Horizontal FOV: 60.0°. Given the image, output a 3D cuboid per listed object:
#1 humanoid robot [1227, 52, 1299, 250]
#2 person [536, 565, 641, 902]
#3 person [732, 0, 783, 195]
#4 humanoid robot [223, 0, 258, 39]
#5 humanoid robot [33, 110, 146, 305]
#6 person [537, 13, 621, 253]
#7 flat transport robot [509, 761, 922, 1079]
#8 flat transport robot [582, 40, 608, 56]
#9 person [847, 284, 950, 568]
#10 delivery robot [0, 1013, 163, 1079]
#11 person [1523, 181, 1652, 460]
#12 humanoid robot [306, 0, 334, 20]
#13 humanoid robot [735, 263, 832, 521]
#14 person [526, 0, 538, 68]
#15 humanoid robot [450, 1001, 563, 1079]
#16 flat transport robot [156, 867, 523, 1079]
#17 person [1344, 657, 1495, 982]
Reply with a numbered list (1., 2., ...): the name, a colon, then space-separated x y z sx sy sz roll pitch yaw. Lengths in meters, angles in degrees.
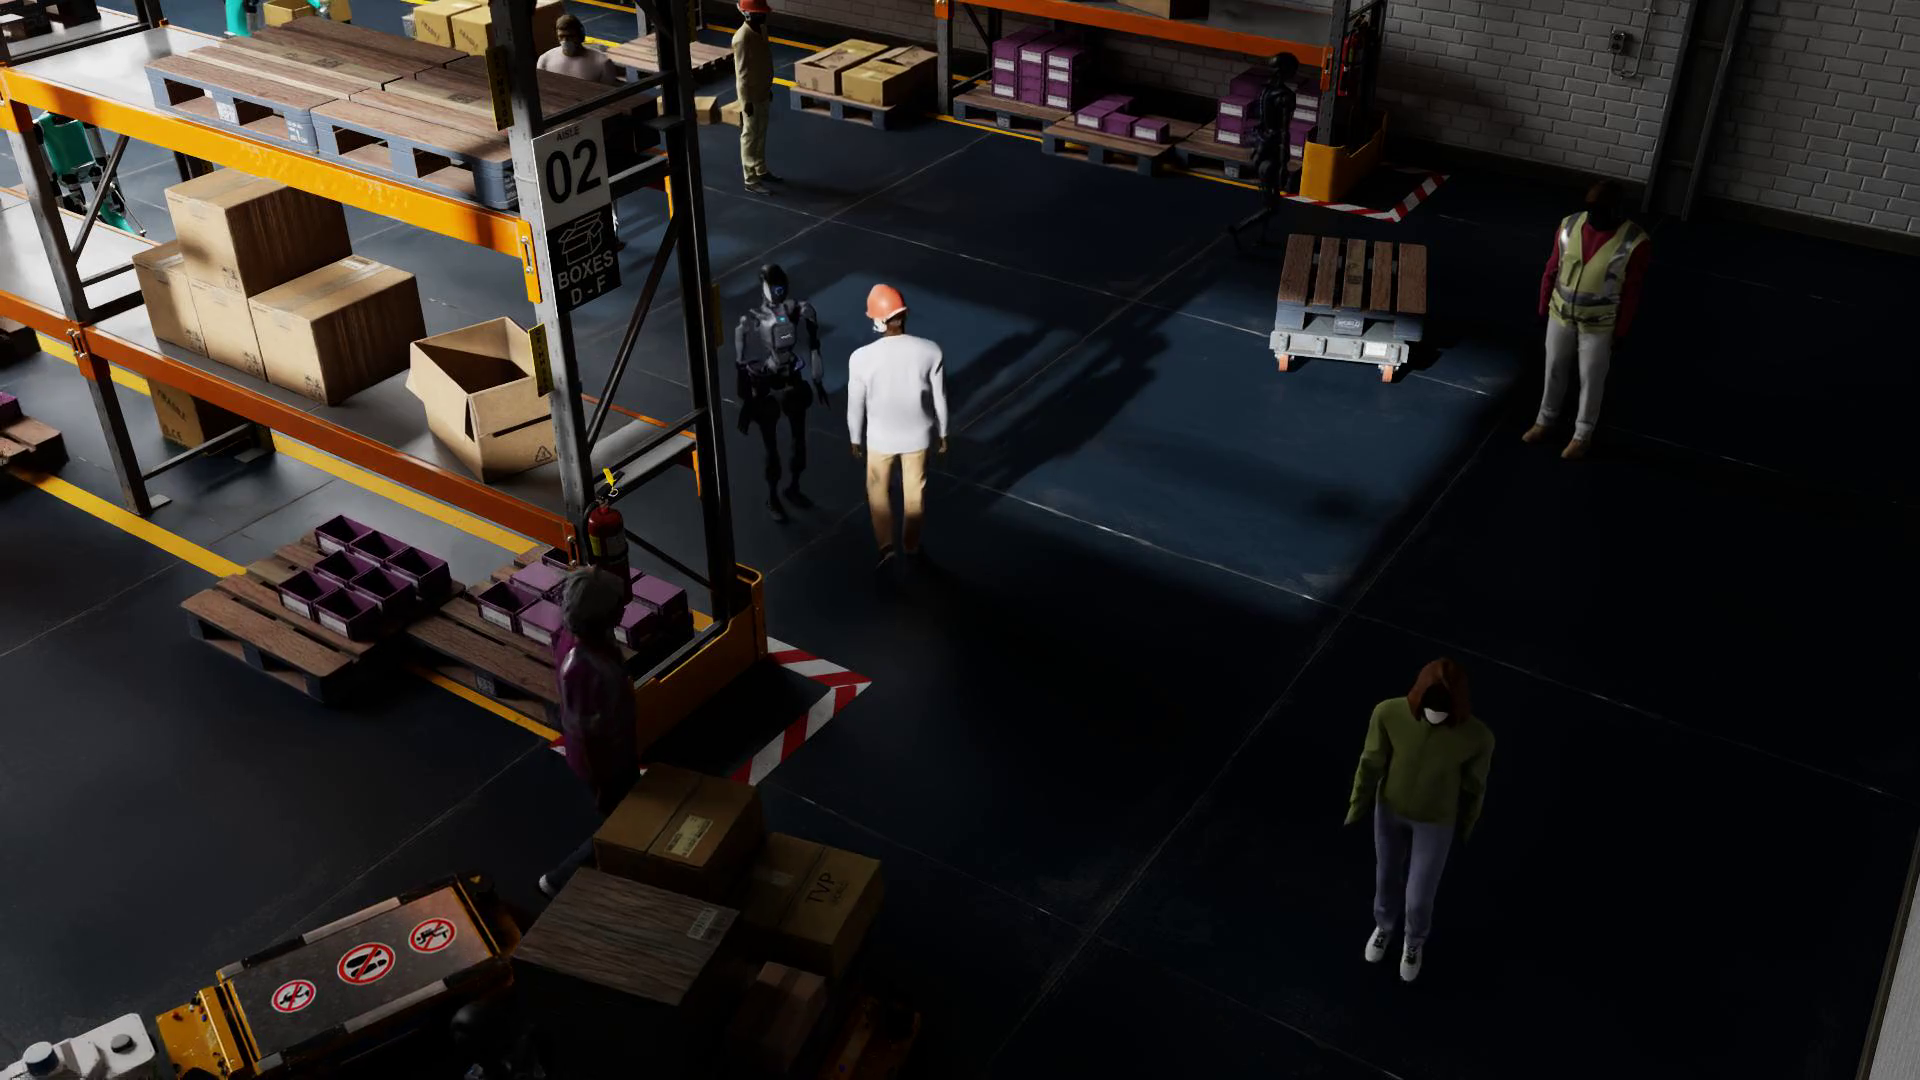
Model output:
1. humanoid robot: 2.428 -3.120 13.389 0.482 1.643 0.608 -7 34 -10
2. person: -1.554 0.890 7.072 0.530 1.830 0.550 -3 33 -5
3. person: -1.763 -3.928 14.548 0.336 1.752 0.563 9 34 13
4. humanoid robot: -6.600 -4.147 14.894 0.882 1.770 0.587 -28 42 -36
5. humanoid robot: -6.252 -2.430 12.140 0.735 1.676 0.533 20 38 28
6. person: -3.020 -3.240 13.324 0.630 1.939 0.371 0 33 0
7. flat transport robot: -0.939 1.985 6.823 1.431 0.231 0.659 12 35 17
8. flat transport robot: -4.034 -4.992 17.546 0.659 0.231 1.431 -8 34 -13
9. person: -0.343 -0.610 9.477 0.590 1.724 0.528 -6 34 -9
10. delivery robot: -3.398 2.144 6.329 0.812 0.609 0.499 -23 39 -31
11. person: 3.972 -1.414 10.618 0.637 1.830 0.429 28 42 36
12. humanoid robot: -6.984 -6.040 17.780 0.800 1.725 0.530 13 35 19
13. humanoid robot: -1.064 -0.896 9.959 0.594 1.643 0.321 -19 38 -26
14. person: -3.931 -4.282 14.914 0.417 1.952 0.487 4 33 6
15. humanoid robot: -1.431 2.083 5.369 0.353 1.651 0.593 12 35 18
16. flat transport robot: -2.546 1.891 6.967 1.431 0.231 0.659 -20 38 -28
17. person: 1.855 1.162 6.849 0.502 1.622 0.431 18 37 25
